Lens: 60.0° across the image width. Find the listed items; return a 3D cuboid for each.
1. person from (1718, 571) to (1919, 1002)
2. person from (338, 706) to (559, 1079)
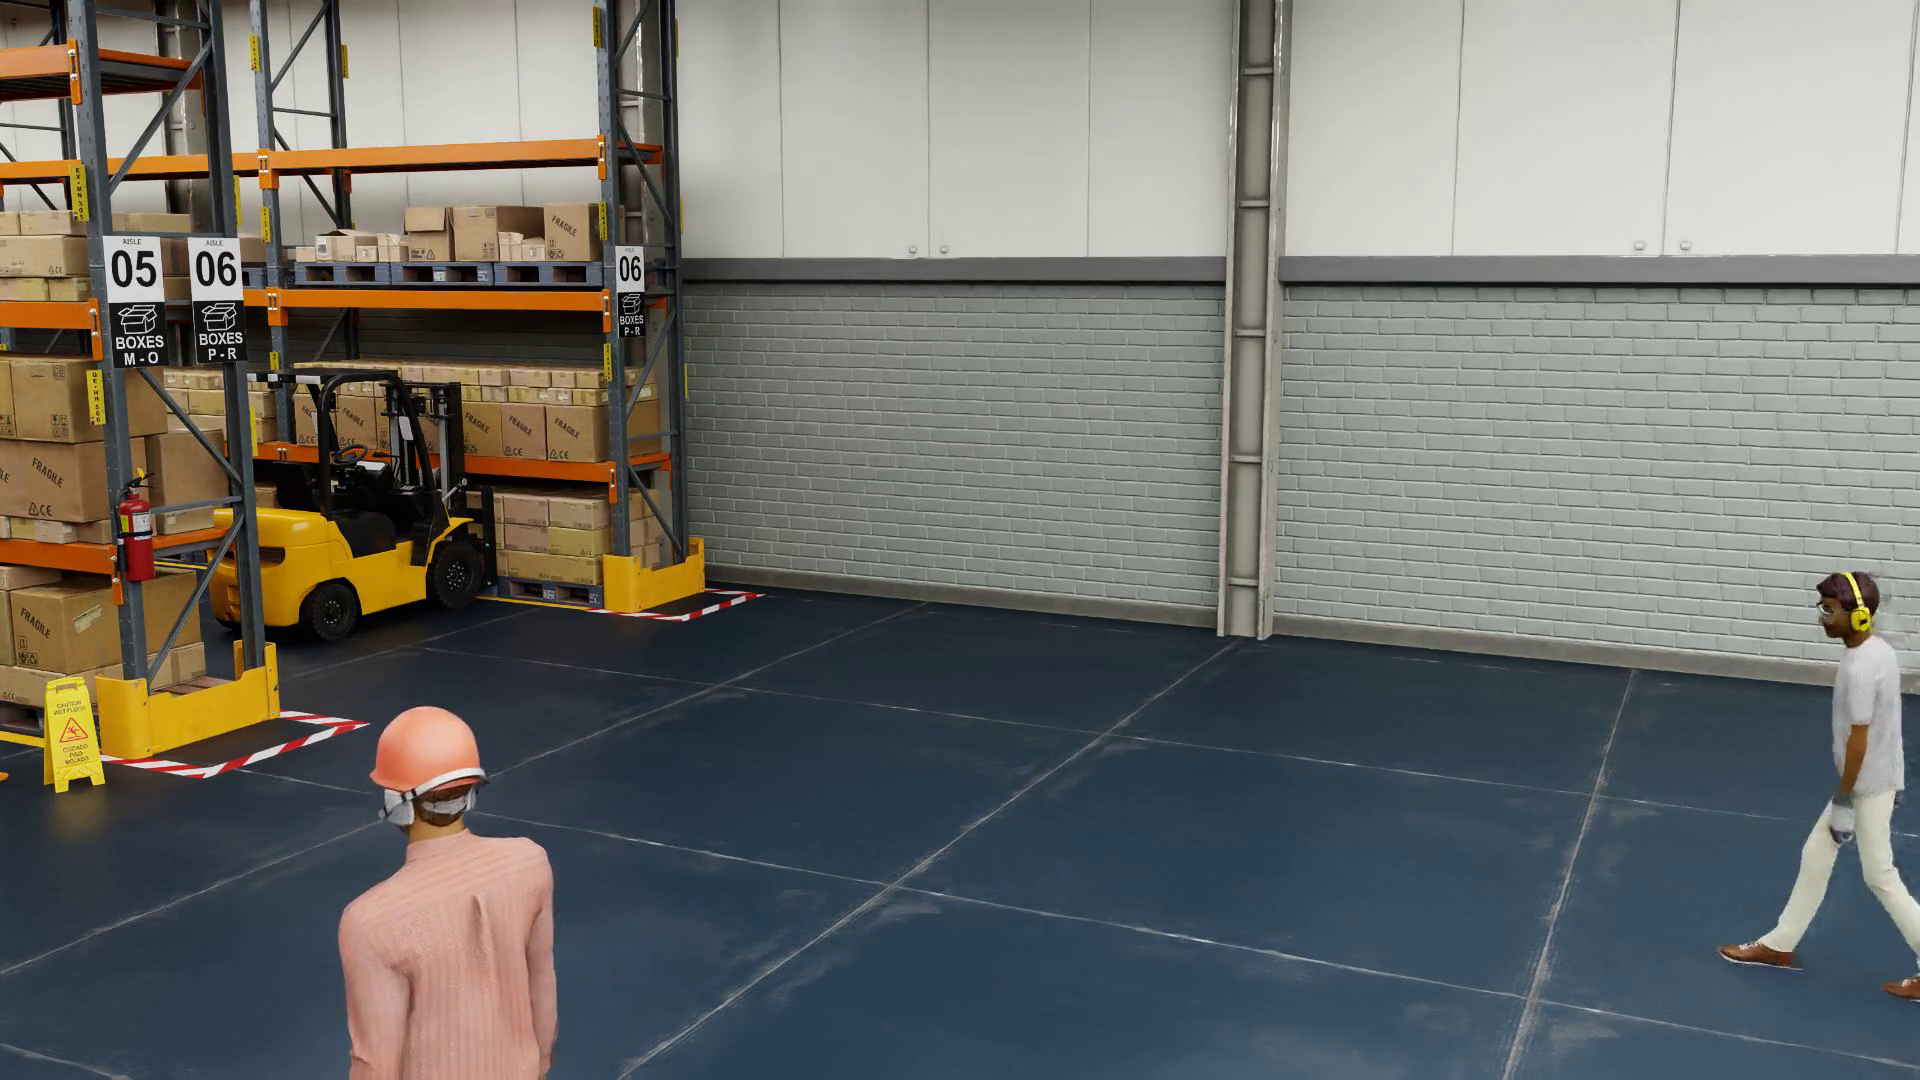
[{"bbox_3d":[3.768,1.021,6.940,0.940,1.812,0.571,5,11,29],"label":"person"},{"bbox_3d":[-1.247,1.384,4.081,0.396,1.992,0.622,6,11,32],"label":"person"}]
